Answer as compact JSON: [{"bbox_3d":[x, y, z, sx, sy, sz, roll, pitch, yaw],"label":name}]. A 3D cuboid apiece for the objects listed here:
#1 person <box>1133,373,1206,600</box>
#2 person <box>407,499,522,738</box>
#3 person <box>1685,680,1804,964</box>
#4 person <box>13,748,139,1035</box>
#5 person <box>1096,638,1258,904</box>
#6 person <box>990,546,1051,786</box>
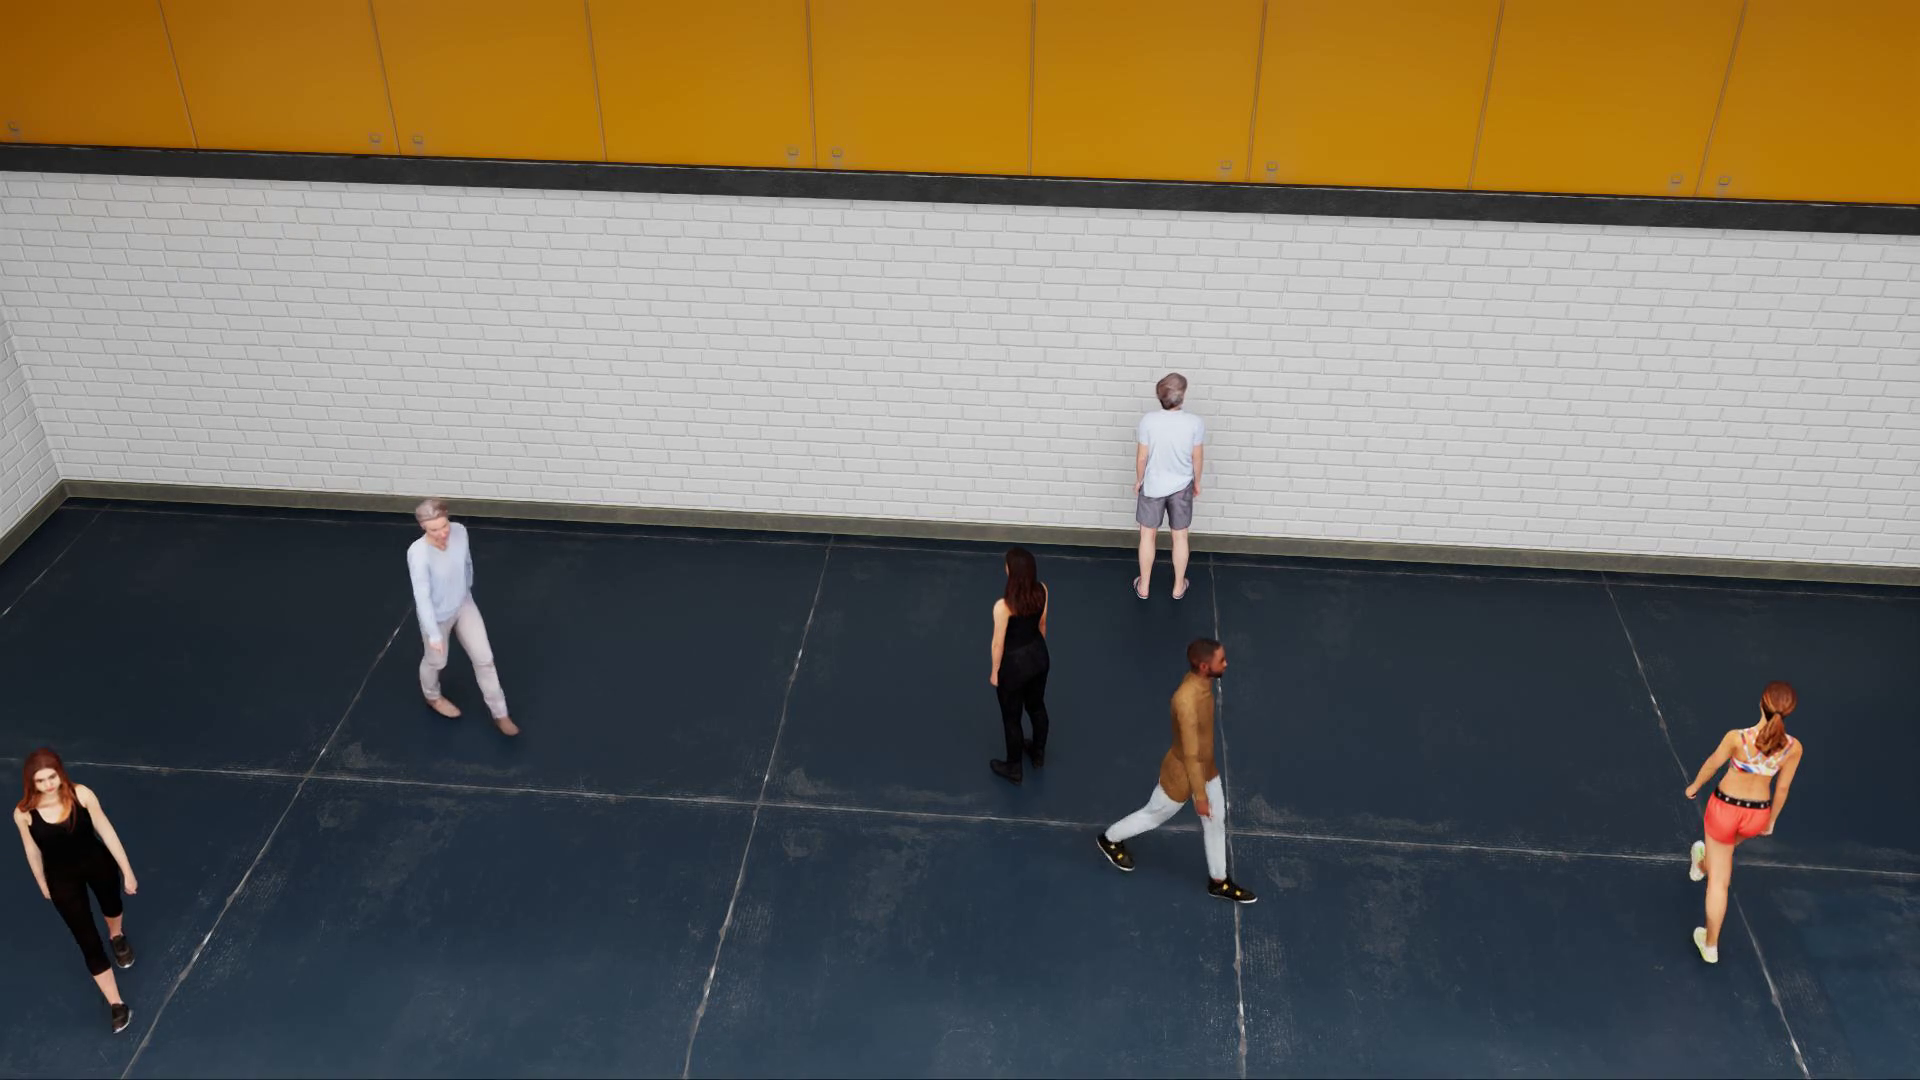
[{"bbox_3d":[1.510,-0.380,12.146,0.643,1.831,0.542,3,34,5],"label":"person"},{"bbox_3d":[-3.409,0.457,10.881,1.113,1.838,1.171,19,38,26],"label":"person"},{"bbox_3d":[4.323,1.598,9.242,0.642,1.751,1.111,5,34,7],"label":"person"},{"bbox_3d":[-4.772,1.768,9.045,1.036,1.686,1.183,-19,38,-26],"label":"person"},{"bbox_3d":[1.217,1.330,9.626,1.051,1.773,1.275,17,37,24],"label":"person"},{"bbox_3d":[0.392,0.789,10.521,0.673,1.683,0.737,-26,41,-33],"label":"person"}]
